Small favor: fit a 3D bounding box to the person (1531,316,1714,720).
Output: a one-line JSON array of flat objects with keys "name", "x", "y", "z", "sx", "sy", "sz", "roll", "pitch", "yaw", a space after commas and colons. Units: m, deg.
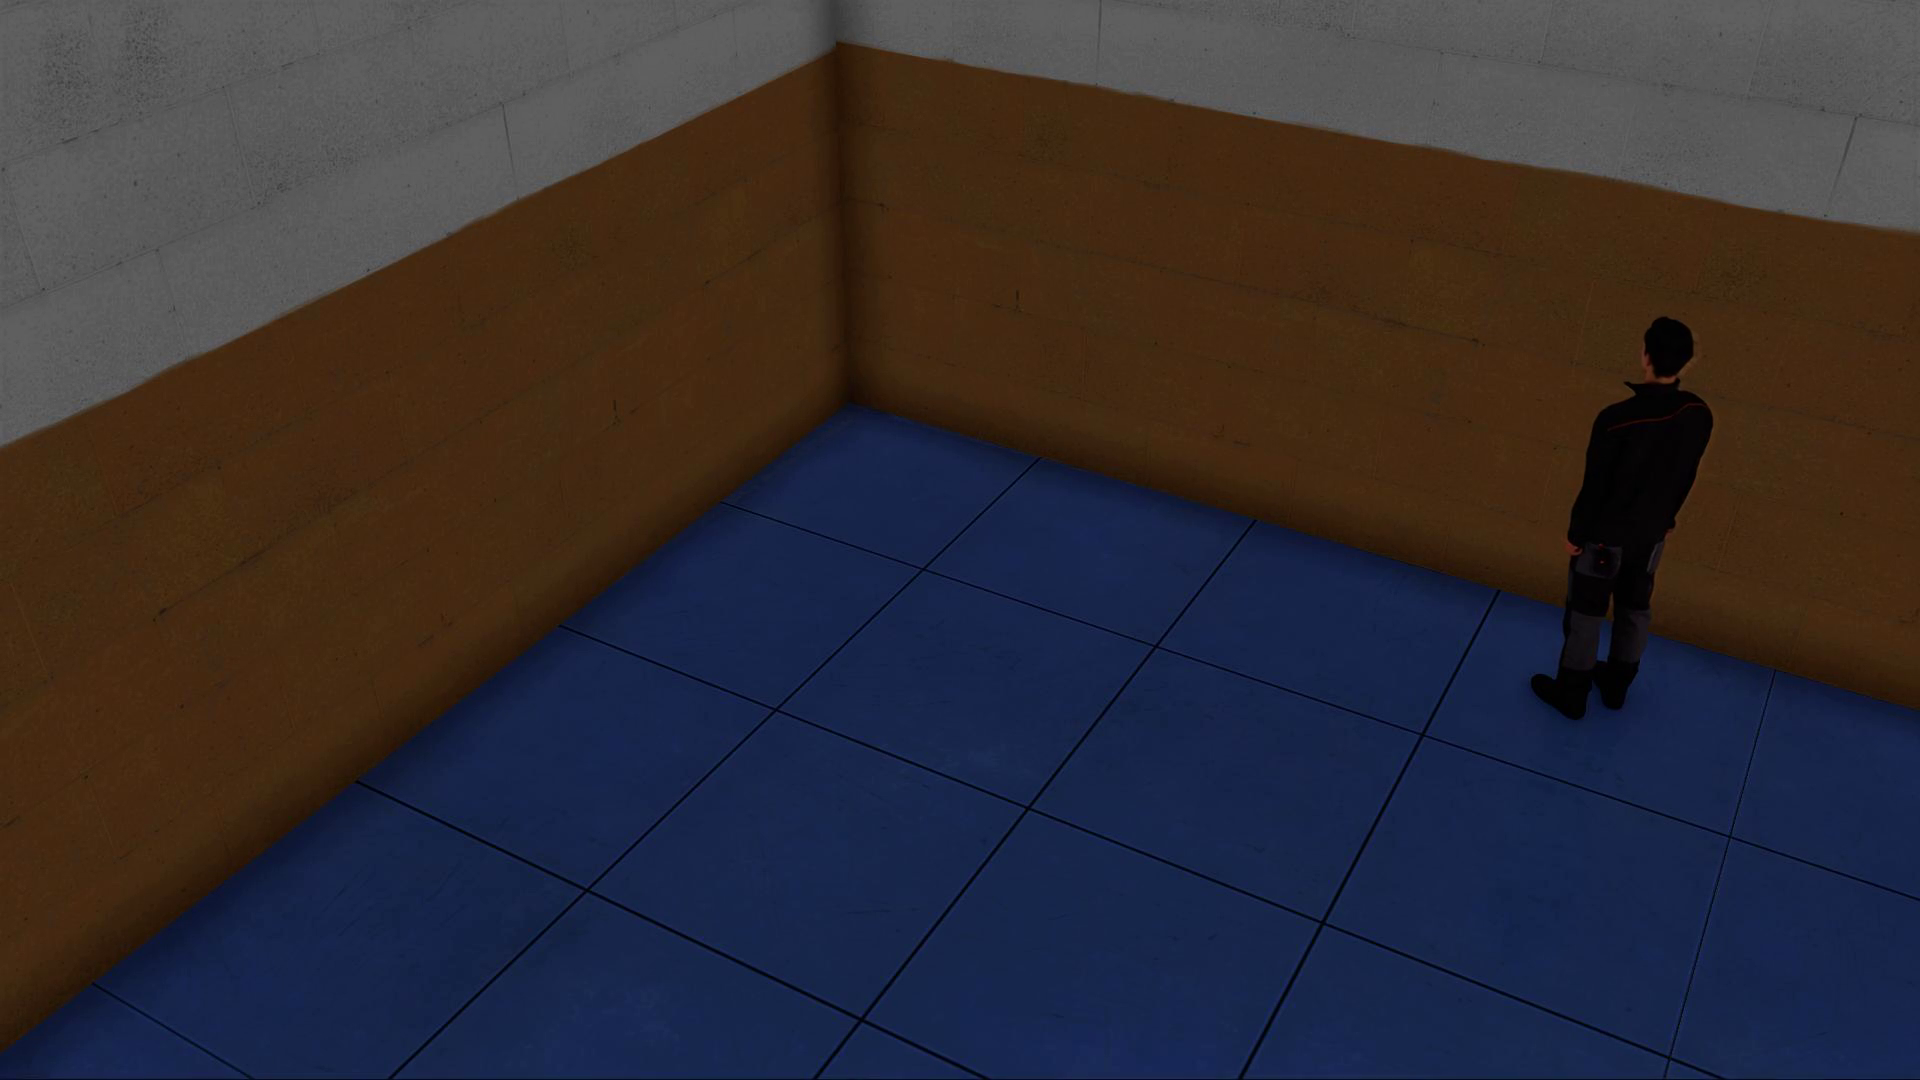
[{"name": "person", "x": 2.922, "y": -0.071, "z": 7.307, "sx": 0.785, "sy": 1.944, "sz": 0.845, "roll": -8, "pitch": 35, "yaw": -12}]
